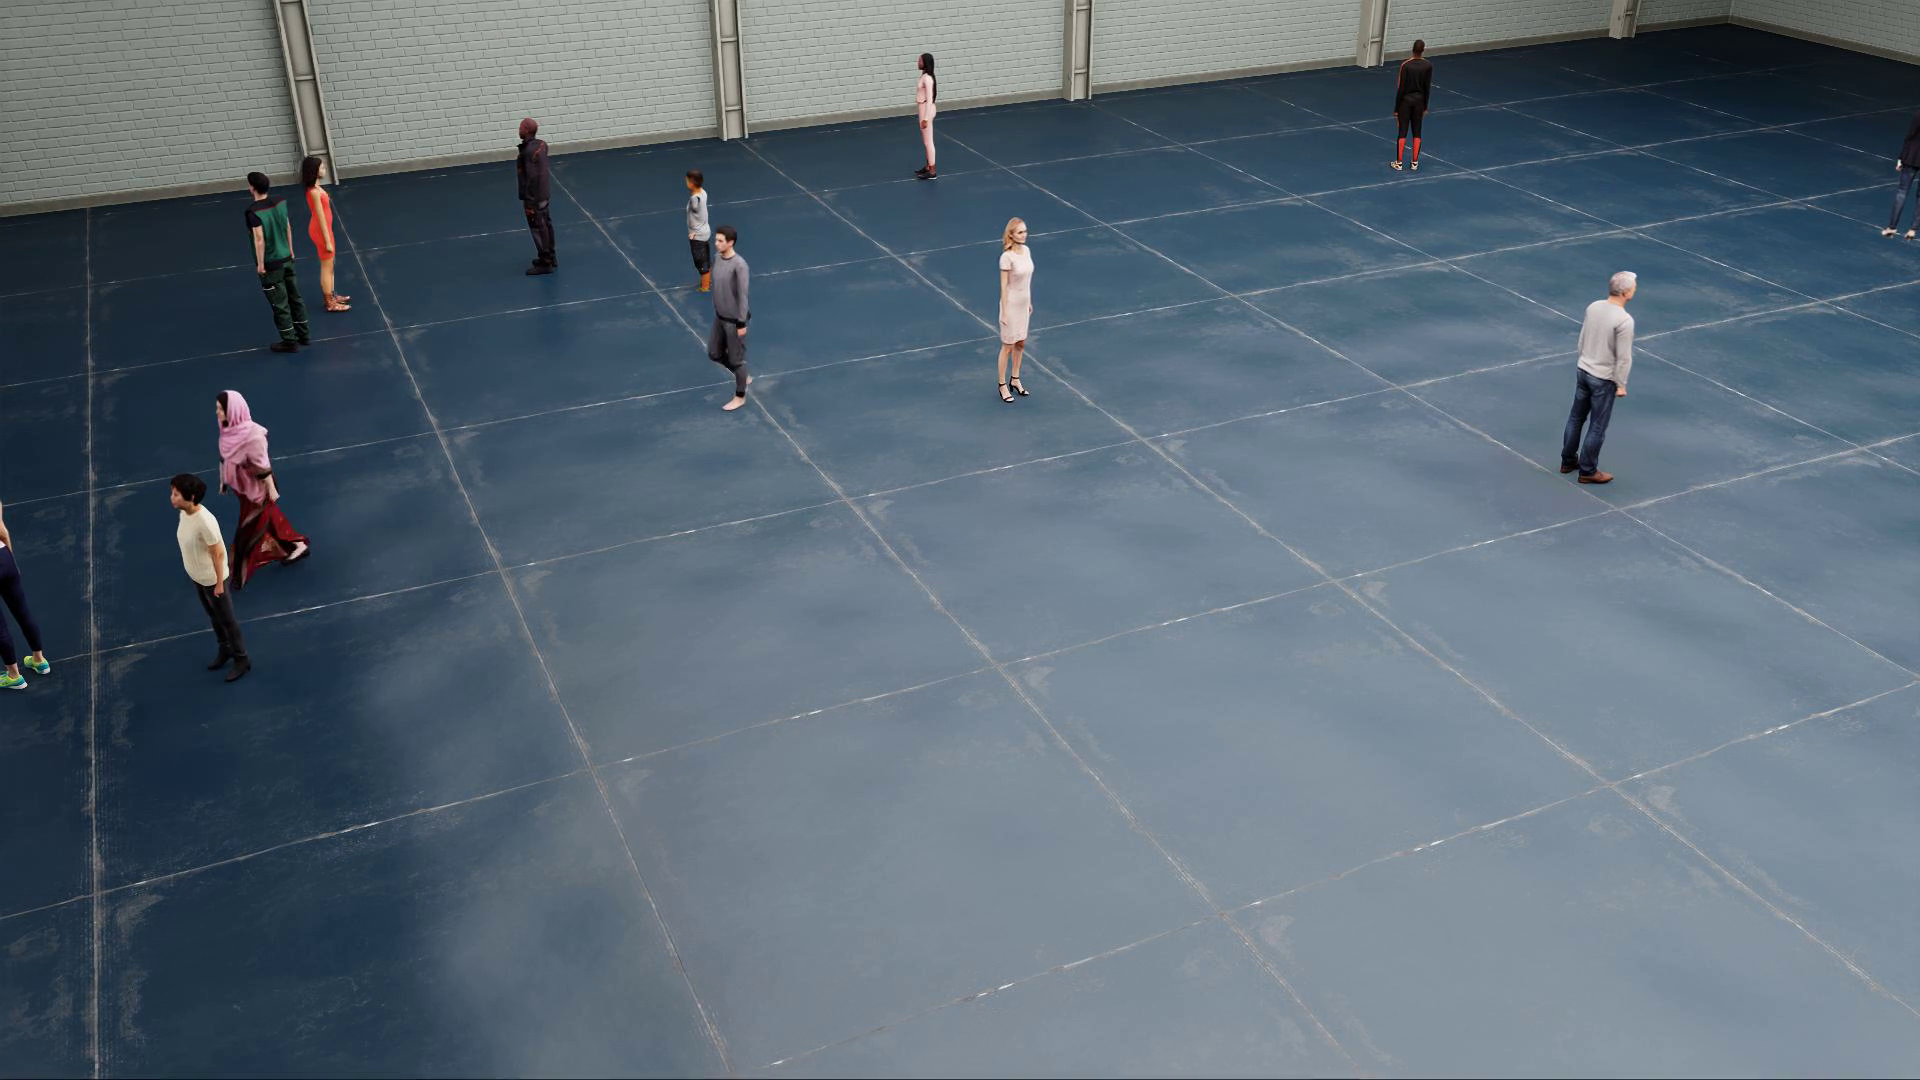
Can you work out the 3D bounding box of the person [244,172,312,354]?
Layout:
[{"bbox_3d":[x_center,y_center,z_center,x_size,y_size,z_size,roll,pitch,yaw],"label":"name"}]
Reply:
[{"bbox_3d":[-7.142,-2.908,17.349,0.804,1.899,0.749,9,29,16],"label":"person"}]

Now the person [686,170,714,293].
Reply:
[{"bbox_3d":[-2.997,-3.595,19.111,0.662,1.455,0.652,3,28,5],"label":"person"}]

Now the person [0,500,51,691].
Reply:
[{"bbox_3d":[-6.768,0.246,11.636,0.735,1.703,0.666,11,30,20],"label":"person"}]

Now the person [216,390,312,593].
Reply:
[{"bbox_3d":[-5.472,-0.431,13.026,0.926,1.589,1.169,22,35,35],"label":"person"}]

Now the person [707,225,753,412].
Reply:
[{"bbox_3d":[-2.133,-2.171,16.031,0.763,1.836,0.792,-21,34,-34],"label":"person"}]

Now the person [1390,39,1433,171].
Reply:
[{"bbox_3d":[6.403,-6.177,23.584,0.606,1.807,0.761,-1,28,-3],"label":"person"}]

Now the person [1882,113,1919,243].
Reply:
[{"bbox_3d":[10.852,-4.281,18.835,0.816,1.778,0.790,9,29,16],"label":"person"}]

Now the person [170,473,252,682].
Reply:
[{"bbox_3d":[-5.301,0.252,11.746,0.649,1.587,0.598,24,36,37],"label":"person"}]

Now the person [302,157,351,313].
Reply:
[{"bbox_3d":[-7.115,-3.387,18.444,0.551,1.715,0.644,-11,30,-20],"label":"person"}]

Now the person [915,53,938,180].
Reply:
[{"bbox_3d":[-0.462,-5.918,23.191,0.642,1.721,0.680,-3,28,-5],"label":"person"}]

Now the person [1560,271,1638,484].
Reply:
[{"bbox_3d":[5.604,-1.436,14.574,0.649,1.908,0.758,-9,29,-17],"label":"person"}]

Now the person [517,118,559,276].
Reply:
[{"bbox_3d":[-4.981,-4.067,19.603,0.768,1.825,0.787,0,28,0],"label":"person"}]

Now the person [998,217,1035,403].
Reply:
[{"bbox_3d":[0.533,-2.252,16.190,0.703,1.829,0.560,23,36,37],"label":"person"}]
